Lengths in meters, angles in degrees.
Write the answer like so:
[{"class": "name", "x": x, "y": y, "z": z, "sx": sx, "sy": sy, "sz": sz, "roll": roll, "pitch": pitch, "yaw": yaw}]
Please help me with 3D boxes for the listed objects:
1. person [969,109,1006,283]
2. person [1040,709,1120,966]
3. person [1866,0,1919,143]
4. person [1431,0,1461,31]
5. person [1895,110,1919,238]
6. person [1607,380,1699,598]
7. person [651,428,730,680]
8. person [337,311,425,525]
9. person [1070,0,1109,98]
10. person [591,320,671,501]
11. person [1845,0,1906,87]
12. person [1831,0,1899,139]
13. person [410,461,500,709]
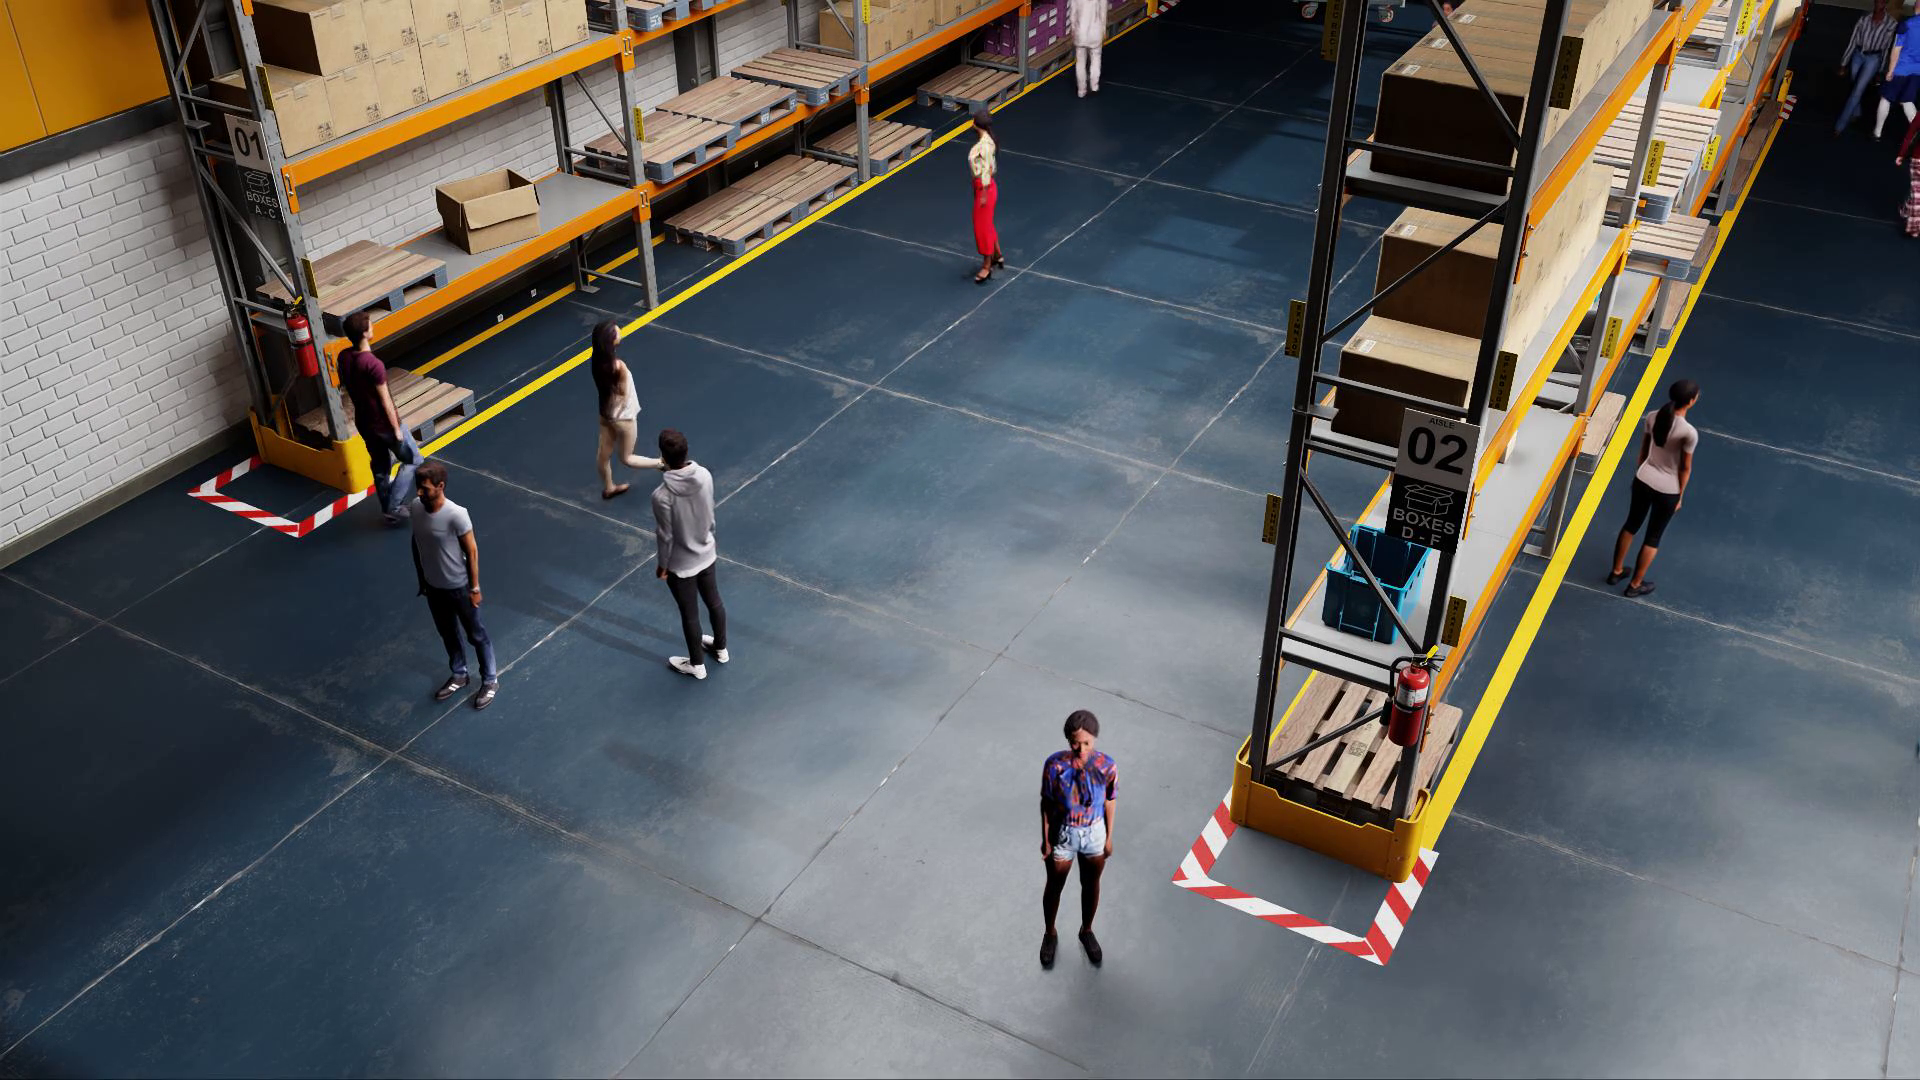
[{"class": "person", "x": 0.263, "y": -3.488, "z": 17.013, "sx": 0.853, "sy": 1.768, "sz": 0.765, "roll": -12, "pitch": 35, "yaw": -17}, {"class": "person", "x": 0.651, "y": 1.660, "z": 9.291, "sx": 0.669, "sy": 1.743, "sz": 0.692, "roll": -3, "pitch": 34, "yaw": -4}, {"class": "person", "x": 11.565, "y": -5.684, "z": 20.269, "sx": 1.020, "sy": 1.821, "sz": 1.163, "roll": -2, "pitch": 34, "yaw": -3}, {"class": "person", "x": 6.015, "y": -5.901, "z": 20.723, "sx": 0.715, "sy": 1.679, "sz": 1.000, "roll": 28, "pitch": 43, "yaw": 35}, {"class": "person", "x": 10.515, "y": -4.094, "z": 18.014, "sx": 0.878, "sy": 1.669, "sz": 1.102, "roll": 6, "pitch": 34, "yaw": 8}, {"class": "person", "x": 5.176, "y": -0.387, "z": 12.375, "sx": 0.714, "sy": 1.737, "sz": 0.689, "roll": -17, "pitch": 37, "yaw": -24}, {"class": "person", "x": -1.859, "y": 0.093, "z": 11.481, "sx": 0.772, "sy": 1.927, "sz": 0.556, "roll": 23, "pitch": 40, "yaw": 31}, {"class": "person", "x": -4.619, "y": -0.897, "z": 13.046, "sx": 0.665, "sy": 1.844, "sz": 0.611, "roll": 19, "pitch": 38, "yaw": 26}, {"class": "person", "x": 1.678, "y": -6.656, "z": 21.863, "sx": 0.796, "sy": 1.674, "sz": 0.858, "roll": 4, "pitch": 34, "yaw": 6}, {"class": "person", "x": -2.684, "y": -1.062, "z": 13.472, "sx": 0.659, "sy": 1.648, "sz": 0.849, "roll": 25, "pitch": 41, "yaw": 32}, {"class": "person", "x": 12.444, "y": -6.975, "z": 22.196, "sx": 0.777, "sy": 1.838, "sz": 0.871, "roll": -20, "pitch": 38, "yaw": -27}, {"class": "person", "x": 11.254, "y": -5.902, "z": 20.673, "sx": 0.852, "sy": 1.736, "sz": 1.239, "roll": 28, "pitch": 43, "yaw": 35}, {"class": "person", "x": -3.440, "y": 0.286, "z": 11.247, "sx": 0.673, "sy": 1.867, "sz": 0.604, "roll": 11, "pitch": 35, "yaw": 16}]
